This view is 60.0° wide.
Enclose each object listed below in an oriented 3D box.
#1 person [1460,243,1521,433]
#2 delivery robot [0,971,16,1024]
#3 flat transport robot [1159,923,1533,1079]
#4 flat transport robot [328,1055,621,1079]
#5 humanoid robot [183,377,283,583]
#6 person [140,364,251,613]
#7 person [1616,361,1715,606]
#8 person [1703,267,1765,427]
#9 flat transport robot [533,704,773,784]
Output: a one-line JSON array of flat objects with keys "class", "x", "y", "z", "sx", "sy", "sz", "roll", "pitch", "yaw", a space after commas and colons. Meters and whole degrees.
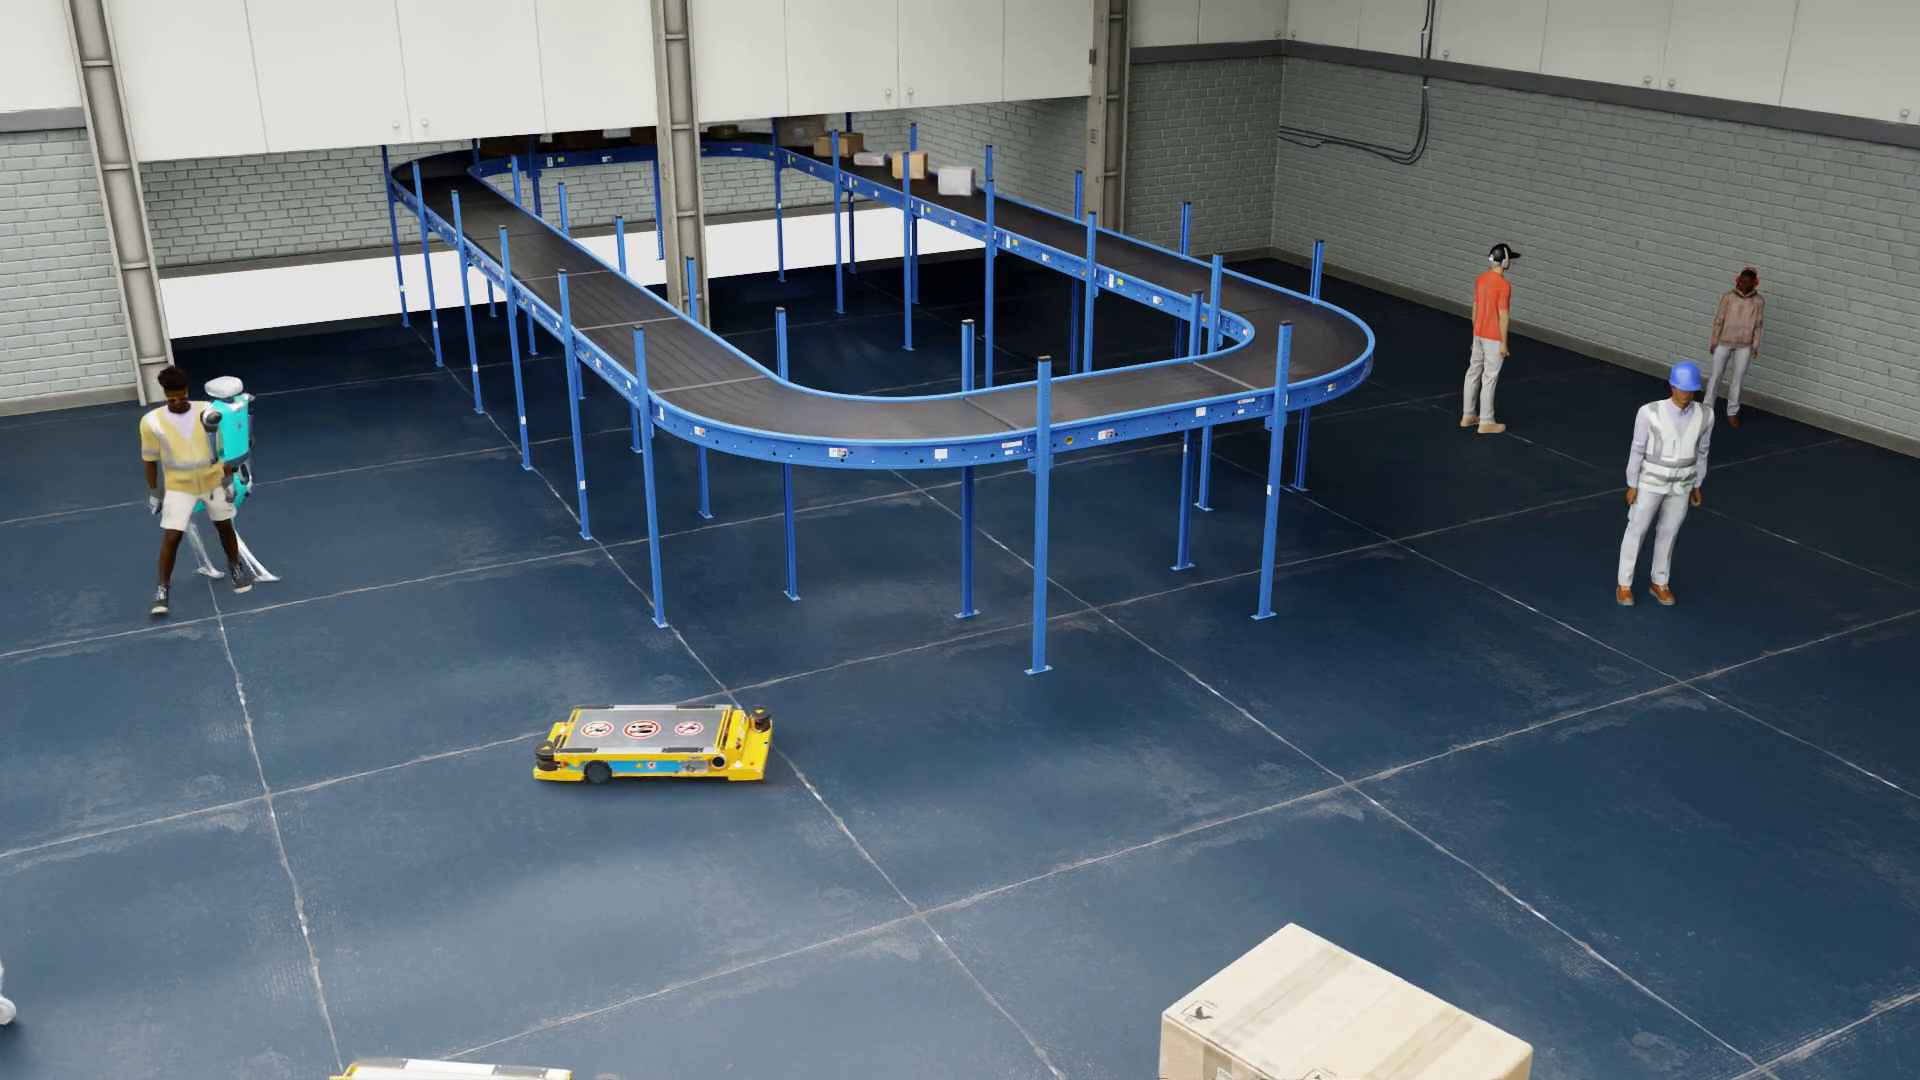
[{"class": "person", "x": 5.342, "y": -2.031, "z": 16.709, "sx": 0.395, "sy": 1.912, "sz": 0.474, "roll": -9, "pitch": 24, "yaw": -22}, {"class": "delivery robot", "x": -5.054, "y": 2.214, "z": 8.040, "sx": 0.813, "sy": 0.609, "sz": 0.499, "roll": 0, "pitch": 22, "yaw": 0}, {"class": "flat transport robot", "x": 1.641, "y": 2.672, "z": 7.270, "sx": 1.431, "sy": 0.231, "sz": 0.659, "roll": -20, "pitch": 29, "yaw": -40}, {"class": "flat transport robot", "x": -2.255, "y": 2.627, "z": 7.382, "sx": 1.431, "sy": 0.231, "sz": 0.659, "roll": 2, "pitch": 22, "yaw": 5}, {"class": "humanoid robot", "x": -5.889, "y": -0.449, "z": 13.055, "sx": 0.924, "sy": 1.748, "sz": 0.542, "roll": 7, "pitch": 23, "yaw": 17}, {"class": "person", "x": -5.928, "y": -0.415, "z": 12.705, "sx": 0.763, "sy": 1.930, "sz": 0.507, "roll": -13, "pitch": 26, "yaw": -30}, {"class": "person", "x": 5.390, "y": -0.429, "z": 12.700, "sx": 0.604, "sy": 1.948, "sz": 0.401, "roll": 0, "pitch": 22, "yaw": -1}, {"class": "person", "x": 7.871, "y": -1.972, "z": 16.907, "sx": 0.458, "sy": 1.647, "sz": 0.327, "roll": 8, "pitch": 23, "yaw": 18}, {"class": "flat transport robot", "x": -1.948, "y": 1.303, "z": 10.654, "sx": 1.431, "sy": 0.231, "sz": 0.659, "roll": 0, "pitch": 22, "yaw": 0}]
